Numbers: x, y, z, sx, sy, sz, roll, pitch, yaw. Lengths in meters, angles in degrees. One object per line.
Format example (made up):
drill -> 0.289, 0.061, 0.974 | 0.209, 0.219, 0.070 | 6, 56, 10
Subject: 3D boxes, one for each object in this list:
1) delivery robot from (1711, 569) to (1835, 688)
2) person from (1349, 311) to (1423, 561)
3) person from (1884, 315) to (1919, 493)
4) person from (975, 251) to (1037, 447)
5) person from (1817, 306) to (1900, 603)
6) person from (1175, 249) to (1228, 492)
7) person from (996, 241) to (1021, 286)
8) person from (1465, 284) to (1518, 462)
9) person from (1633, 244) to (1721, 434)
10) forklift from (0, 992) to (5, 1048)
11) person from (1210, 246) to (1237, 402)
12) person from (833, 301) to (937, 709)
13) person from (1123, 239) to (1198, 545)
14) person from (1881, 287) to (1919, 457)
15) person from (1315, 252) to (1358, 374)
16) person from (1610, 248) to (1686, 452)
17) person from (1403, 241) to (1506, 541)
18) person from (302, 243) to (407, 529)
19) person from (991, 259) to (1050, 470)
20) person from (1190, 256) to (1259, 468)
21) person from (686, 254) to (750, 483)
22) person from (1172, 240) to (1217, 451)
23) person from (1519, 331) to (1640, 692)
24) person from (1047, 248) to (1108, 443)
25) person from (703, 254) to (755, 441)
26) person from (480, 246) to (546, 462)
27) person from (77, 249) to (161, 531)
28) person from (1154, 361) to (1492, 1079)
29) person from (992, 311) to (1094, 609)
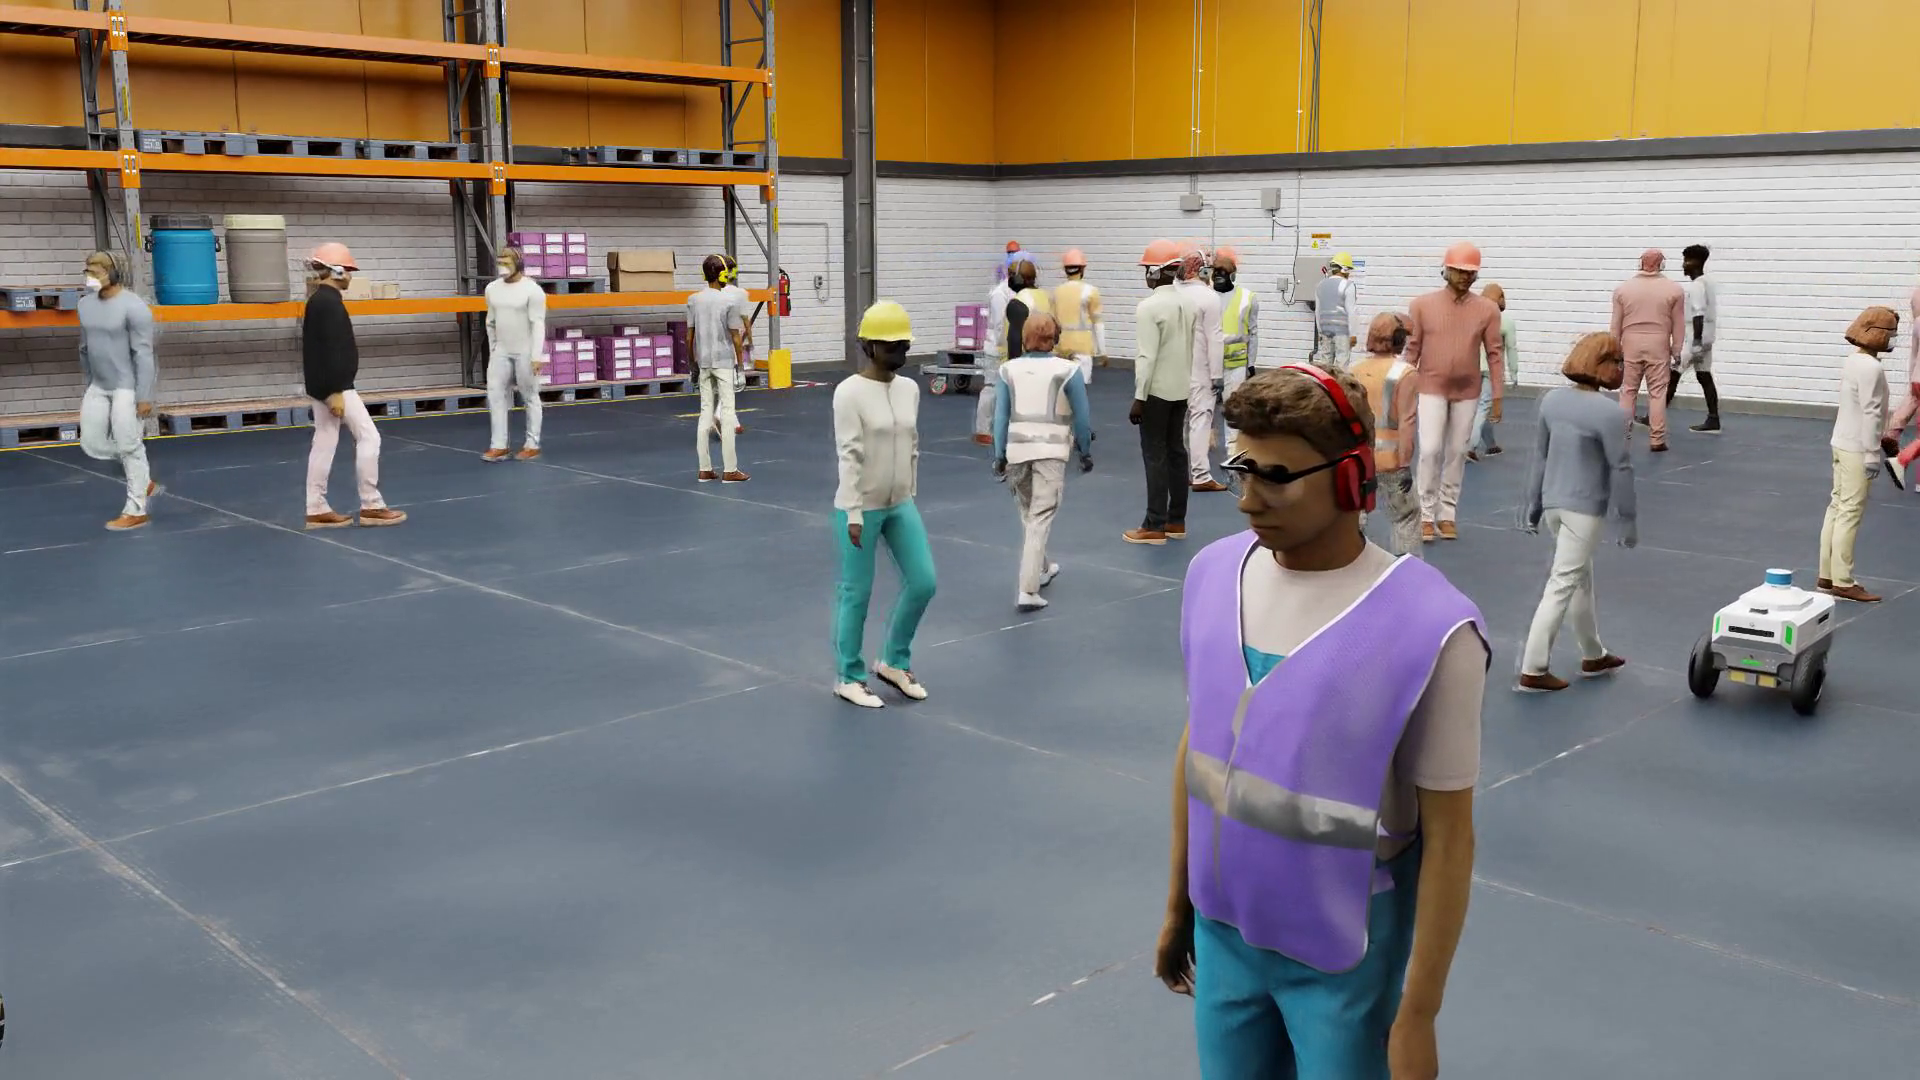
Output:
delivery robot -> 3.586, 0.371, 7.320 | 0.477, 0.478, 0.707 | 9, 14, 40
person -> 2.337, -0.416, 8.945 | 0.697, 1.610, 0.546 | -6, 12, -29
person -> 7.522, -1.209, 12.903 | 0.557, 1.753, 0.538 | -1, 10, -3
person -> 0.537, -1.776, 15.697 | 0.978, 1.866, 0.667 | 6, 12, 31
person -> 5.020, -0.481, 9.280 | 0.285, 1.632, 0.499 | 3, 11, 15
person -> 1.874, -1.340, 13.214 | 0.401, 1.910, 0.640 | -7, 12, -33
person -> 0.833, -3.709, 26.058 | 0.548, 1.934, 0.376 | -2, 11, -8
person -> 4.749, -1.506, 14.984 | 0.513, 1.587, 0.881 | 10, 14, 43
person -> 7.412, -2.053, 17.074 | 0.959, 1.916, 0.617 | 7, 13, 34
forklift -> -3.245, 0.323, 3.363 | 2.313, 2.155, 1.214 | 2, 11, 13
person -> 3.087, -2.572, 20.002 | 0.525, 1.891, 0.672 | 1, 10, 4
person -> -0.332, -0.134, 7.088 | 0.476, 1.752, 0.535 | 10, 15, 44
person -> 1.321, -0.968, 10.948 | 0.381, 1.994, 0.622 | 8, 13, 38
person -> 8.850, -1.665, 15.068 | 0.919, 1.877, 0.636 | -4, 11, -22
person -> 4.415, -2.434, 19.413 | 0.403, 1.822, 0.589 | -7, 13, -34
person -> 6.460, -1.785, 15.653 | 0.651, 1.904, 0.403 | 5, 12, 27
person -> 3.254, -0.957, 10.912 | 0.653, 1.977, 0.623 | 1, 10, 4
person -> -4.222, -1.062, 11.533 | 0.799, 1.961, 0.629 | -7, 12, -33
person -> 0.592, -1.490, 14.269 | 0.581, 1.829, 0.631 | 4, 11, 21
person -> 2.276, -1.543, 14.506 | 0.629, 1.840, 0.429 | 2, 11, 10
person -> -1.991, -1.400, 13.645 | 0.538, 1.869, 0.313 | 4, 11, 23
person -> 2.026, -1.731, 15.168 | 1.121, 1.965, 0.613 | -9, 14, -42
person -> 2.828, -0.121, 7.392 | 0.780, 1.595, 0.519 | -4, 11, -20
person -> 1.076, -1.831, 15.910 | 0.548, 1.913, 0.925 | 7, 12, 32
person -> -2.340, -1.914, 16.550 | 0.539, 1.845, 0.881 | 3, 11, 17
person -> -4.002, -1.626, 14.740 | 0.663, 1.914, 0.773 | 4, 11, 20
person -> -5.784, -1.022, 11.434 | 0.651, 1.926, 0.467 | 4, 11, 23
person -> 0.543, 0.638, 2.617 | 0.389, 1.837, 0.563 | -8, 13, -37
person -> 0.468, -0.448, 9.190 | 0.507, 1.600, 0.871 | 6, 12, 29
